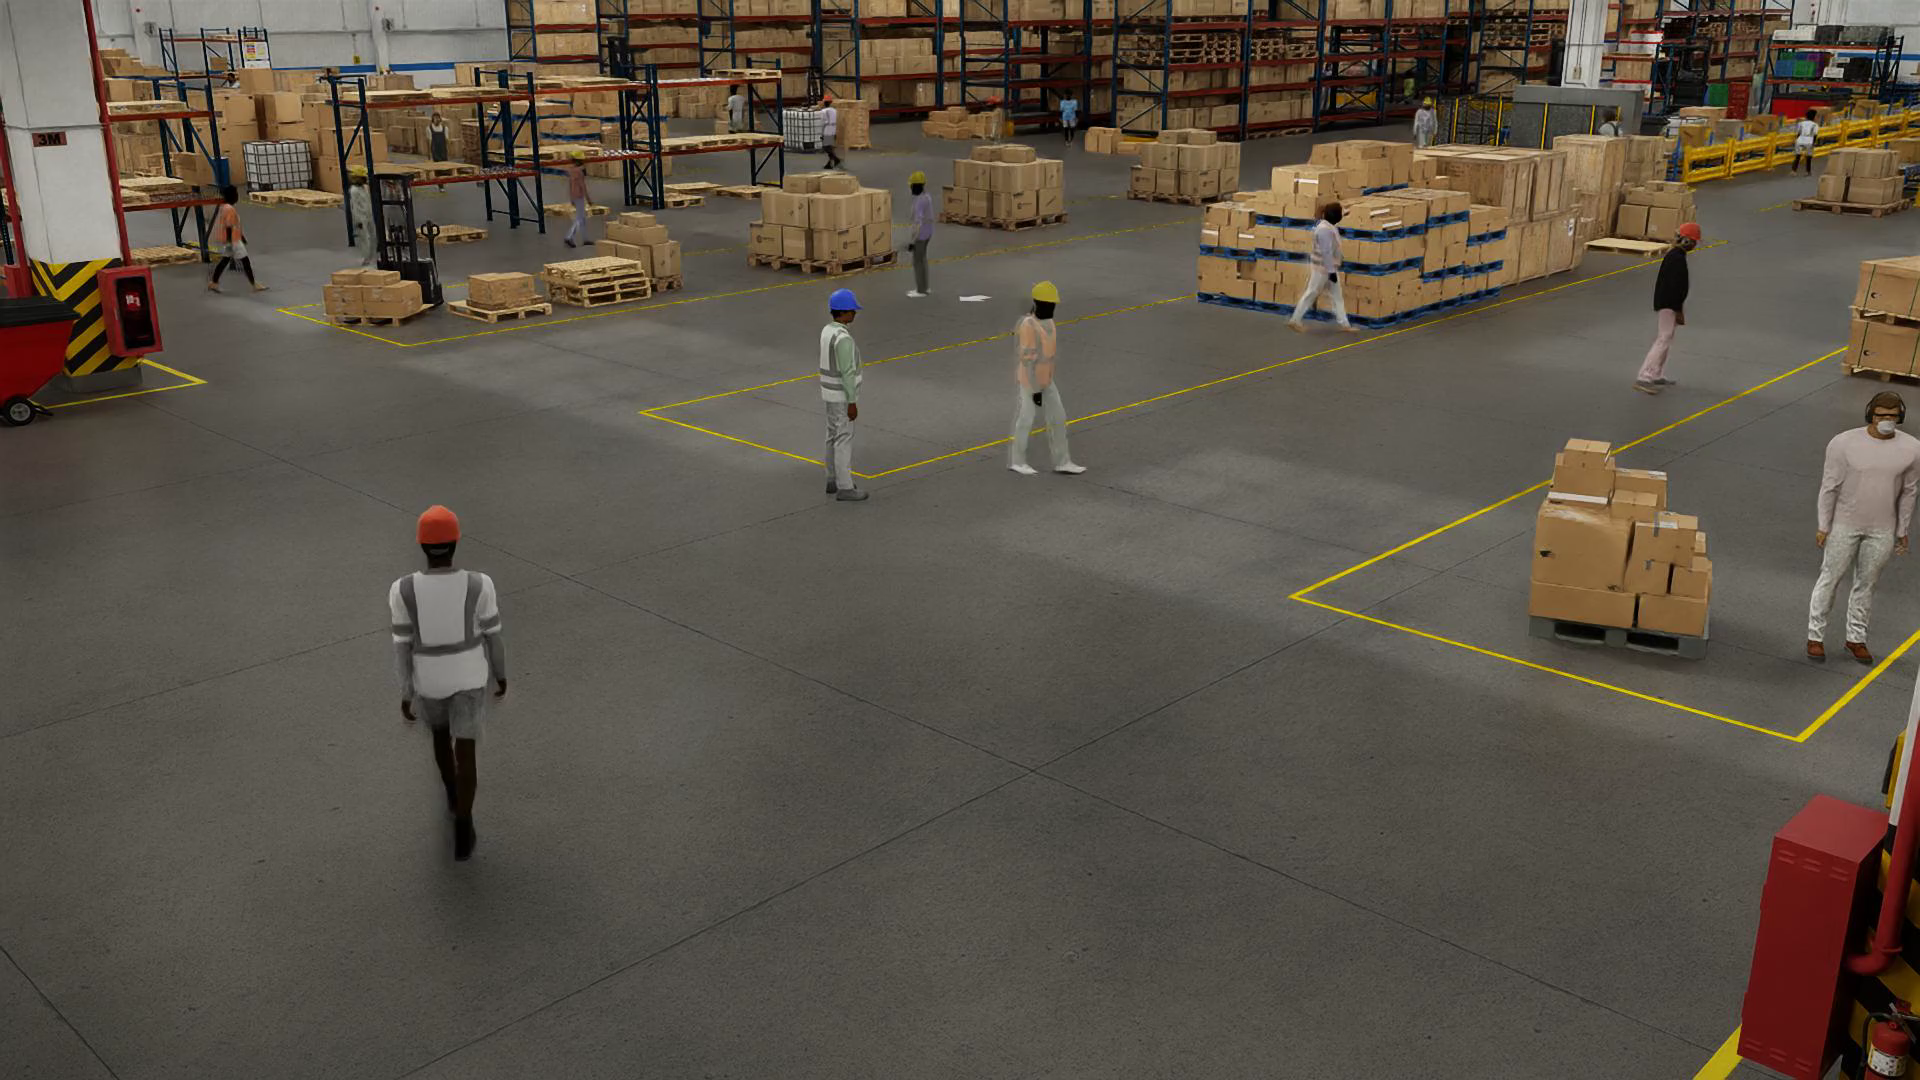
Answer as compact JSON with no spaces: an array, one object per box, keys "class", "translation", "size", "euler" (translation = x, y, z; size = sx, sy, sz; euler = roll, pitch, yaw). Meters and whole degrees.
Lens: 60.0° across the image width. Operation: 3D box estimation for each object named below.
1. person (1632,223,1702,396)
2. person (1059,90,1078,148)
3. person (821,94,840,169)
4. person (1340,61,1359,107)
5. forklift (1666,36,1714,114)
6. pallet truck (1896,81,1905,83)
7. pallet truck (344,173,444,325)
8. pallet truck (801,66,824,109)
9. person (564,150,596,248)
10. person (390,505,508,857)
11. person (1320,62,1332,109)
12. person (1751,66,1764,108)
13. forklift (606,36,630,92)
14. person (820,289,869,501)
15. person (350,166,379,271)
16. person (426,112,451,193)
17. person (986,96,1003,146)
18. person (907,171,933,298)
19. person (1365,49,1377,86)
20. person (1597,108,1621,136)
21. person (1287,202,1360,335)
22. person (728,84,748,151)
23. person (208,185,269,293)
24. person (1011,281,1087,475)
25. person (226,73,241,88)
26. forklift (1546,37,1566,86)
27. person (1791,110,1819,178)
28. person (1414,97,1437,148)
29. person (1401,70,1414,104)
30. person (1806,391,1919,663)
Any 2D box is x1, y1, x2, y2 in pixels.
[{"class":"person","translation":[8.206,-2.681,19.306],"size":[0.599,1.961,0.848],"euler":[5,19,15]},{"class":"person","translation":[3.196,-12.457,49.179],"size":[0.554,1.672,0.601],"euler":[4,19,12]},{"class":"person","translation":[-3.359,-10.584,43.175],"size":[0.558,1.918,0.560],"euler":[13,22,34]},{"class":"person","translation":[15.514,-18.203,66.197],"size":[0.651,1.879,0.818],"euler":[-6,19,-17]},{"class":"forklift","translation":[27.341,-17.291,61.877],"size":[1.129,2.768,1.873],"euler":[17,25,41]},{"class":"pallet truck","translation":[34.802,-16.331,61.455],"size":[0.653,1.274,1.630],"euler":[17,25,41]},{"class":"pallet truck","translation":[-8.209,-4.181,23.757],"size":[0.823,1.965,1.885],"euler":[3,19,9]},{"class":"pallet truck","translation":[-4.812,-15.182,56.903],"size":[0.823,1.965,1.885],"euler":[-9,21,-26]},{"class":"person","translation":[-6.957,-6.201,30.238],"size":[0.639,1.747,0.538],"euler":[-10,21,-27]},{"class":"person","translation":[-2.791,0.713,9.174],"size":[0.564,1.888,0.963],"euler":[-4,19,-12]},{"class":"person","translation":[13.543,-16.698,61.569],"size":[0.627,1.937,0.370],"euler":[-11,21,-30]},{"class":"person","translation":[31.376,-17.810,65.423],"size":[0.388,1.605,0.525],"euler":[-8,20,-23]},{"class":"forklift","translation":[-12.713,-17.303,61.914],"size":[1.873,2.768,1.129],"euler":[-16,24,-40]},{"class":"person","translation":[-1.077,-1.330,15.245],"size":[0.393,1.946,0.617],"euler":[-7,20,-21]},{"class":"person","translation":[-9.903,-5.341,27.664],"size":[0.328,1.733,0.521],"euler":[3,19,9]},{"class":"person","translation":[-12.043,-8.973,38.450],"size":[0.513,1.829,0.483],"euler":[-9,20,-25]},{"class":"person","translation":[0.864,-10.518,43.022],"size":[0.636,1.891,0.612],"euler":[2,18,6]},{"class":"person","translation":[-0.612,-4.651,25.297],"size":[0.376,1.924,0.597],"euler":[3,19,8]},{"class":"person","translation":[18.681,-21.328,75.535],"size":[0.589,1.919,0.560],"euler":[-13,22,-35]},{"class":"person","translation":[14.364,-8.651,37.157],"size":[0.709,2.000,0.915],"euler":[-12,22,-33]},{"class":"person","translation":[4.949,-3.677,22.573],"size":[0.976,1.799,0.621],"euler":[9,20,24]},{"class":"person","translation":[-6.418,-12.169,47.917],"size":[0.750,1.943,0.605],"euler":[13,23,35]},{"class":"person","translation":[-11.267,-4.628,25.646],"size":[0.862,1.653,0.533],"euler":[-10,21,-28]},{"class":"person","translation":[0.851,-1.514,15.887],"size":[0.867,1.893,0.604],"euler":[11,21,30]},{"class":"person","translation":[-23.573,-14.208,54.093],"size":[0.591,1.919,0.392],"euler":[8,20,24]},{"class":"forklift","translation":[21.805,-16.886,60.657],"size":[1.873,2.768,1.129],"euler":[-6,19,-17]},{"class":"person","translation":[21.080,-9.876,41.467],"size":[0.877,1.652,0.534],"euler":[-16,24,-40]},{"class":"person","translation":[12.377,-10.896,44.306],"size":[0.585,1.800,0.856],"euler":[-3,19,-8]},{"class":"person","translation":[16.492,-16.360,60.977],"size":[0.533,1.670,0.769],"euler":[-16,24,-39]},{"class":"person","translation":[6.257,-0.088,11.517],"size":[0.629,1.940,0.379],"euler":[3,19,10]}]
